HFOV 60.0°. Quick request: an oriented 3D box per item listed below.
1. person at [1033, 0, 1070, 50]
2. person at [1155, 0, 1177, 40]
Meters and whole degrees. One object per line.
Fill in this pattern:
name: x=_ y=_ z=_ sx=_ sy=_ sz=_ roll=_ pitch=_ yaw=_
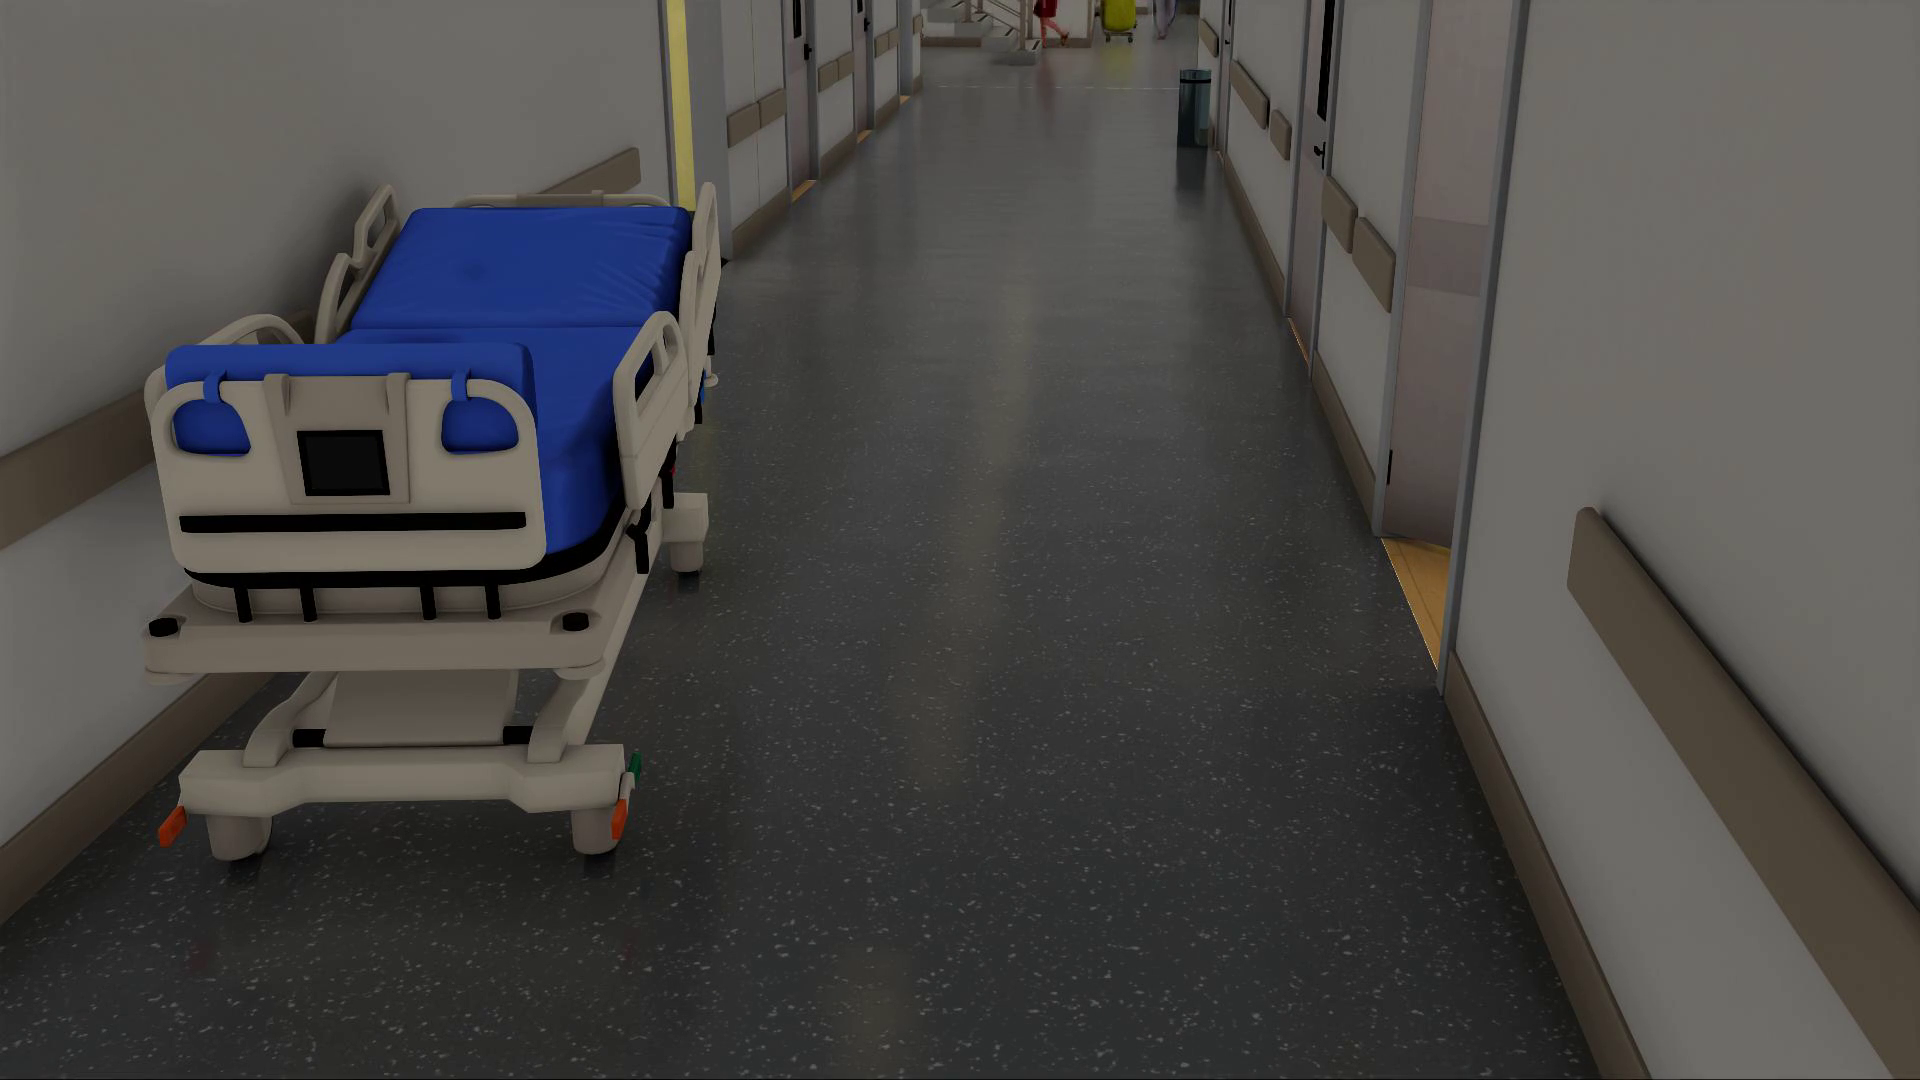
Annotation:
person: x=1.485 y=-8.773 z=27.046 sx=0.919 sy=1.532 sz=0.658 roll=7 pitch=22 yaw=17
person: x=3.596 y=-9.695 z=29.237 sx=0.874 sy=1.714 sz=0.692 roll=1 pitch=21 yaw=4
